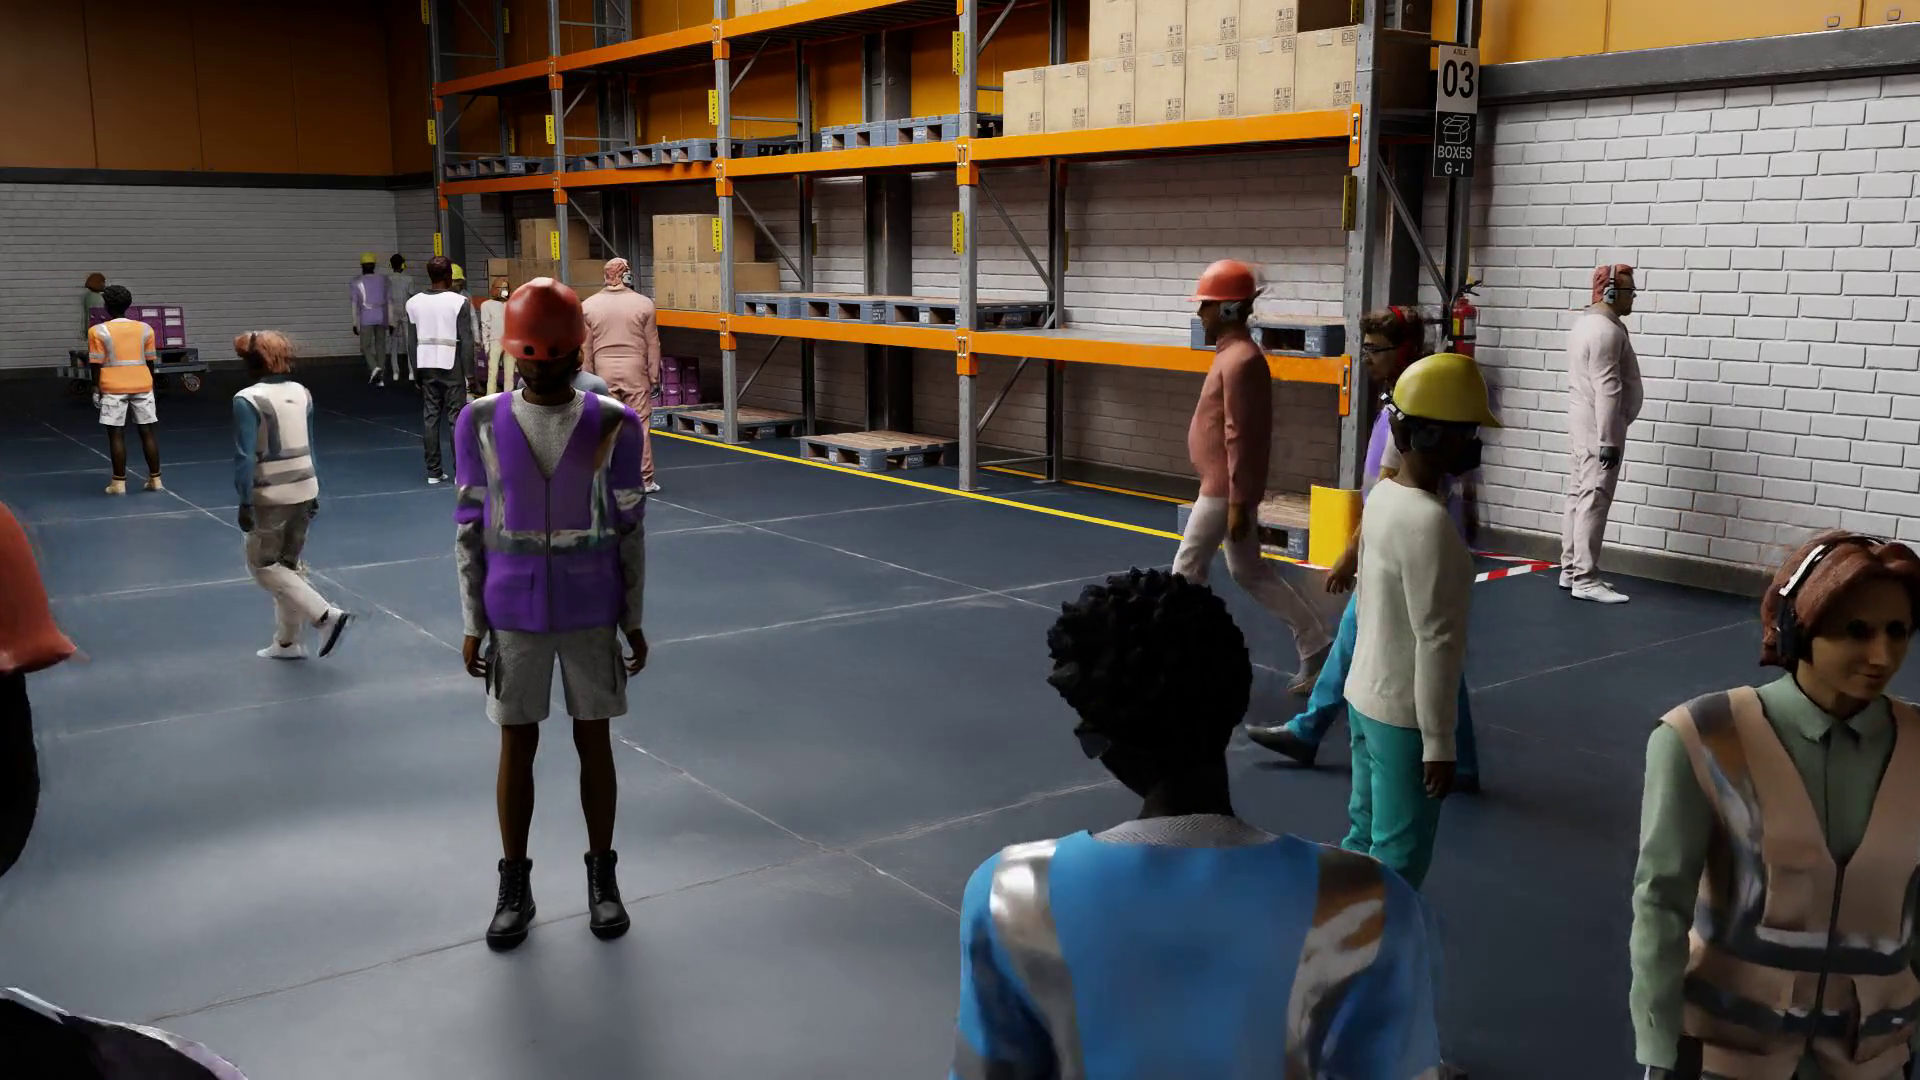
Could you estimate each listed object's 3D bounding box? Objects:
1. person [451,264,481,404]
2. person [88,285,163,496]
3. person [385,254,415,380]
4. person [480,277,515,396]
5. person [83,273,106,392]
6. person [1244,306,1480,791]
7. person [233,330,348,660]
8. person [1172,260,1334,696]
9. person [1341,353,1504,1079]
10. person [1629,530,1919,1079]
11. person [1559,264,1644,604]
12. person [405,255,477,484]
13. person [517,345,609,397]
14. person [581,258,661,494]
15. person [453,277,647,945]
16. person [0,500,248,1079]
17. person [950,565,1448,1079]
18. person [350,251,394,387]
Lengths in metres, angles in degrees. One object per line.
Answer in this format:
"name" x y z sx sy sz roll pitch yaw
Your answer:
"person" -6.096 -2.466 20.237 0.679 1.780 0.637 6 12 31
"person" -6.731 -1.204 13.419 0.320 1.690 0.533 8 13 40
"person" -8.290 -3.294 24.635 0.532 1.864 0.310 -1 10 -7
"person" -5.398 -2.276 19.609 0.500 1.629 0.272 -9 14 -41
"person" -11.704 -2.828 22.714 0.516 1.610 0.486 9 14 42
"person" 1.525 0.044 6.162 0.931 1.790 0.556 2 10 10
"person" -3.200 -0.192 7.952 0.517 1.623 0.544 3 11 16
"person" 1.250 -0.252 7.347 0.970 1.959 0.632 2 10 11
"person" 1.112 0.428 4.066 0.328 1.765 0.532 0 10 -1
"person" 1.246 0.798 2.457 0.522 1.602 0.816 1 10 5
"person" 3.659 -0.606 9.463 0.407 1.906 0.655 2 10 9
"person" -4.359 -1.422 14.004 0.590 1.918 0.399 3 10 15
"person" -2.054 -0.319 8.616 0.498 1.633 0.284 1 10 4
"person" -2.720 -1.307 13.405 0.637 1.904 0.403 0 10 -1
"person" -1.171 0.215 4.805 0.542 1.927 0.379 -2 10 -11
"person" -0.699 0.890 1.135 0.637 1.902 0.641 2 10 9
"person" 0.261 0.865 1.869 0.575 1.662 0.402 2 10 12
"person" -8.230 -3.084 23.351 0.599 1.913 0.568 -8 13 -38
